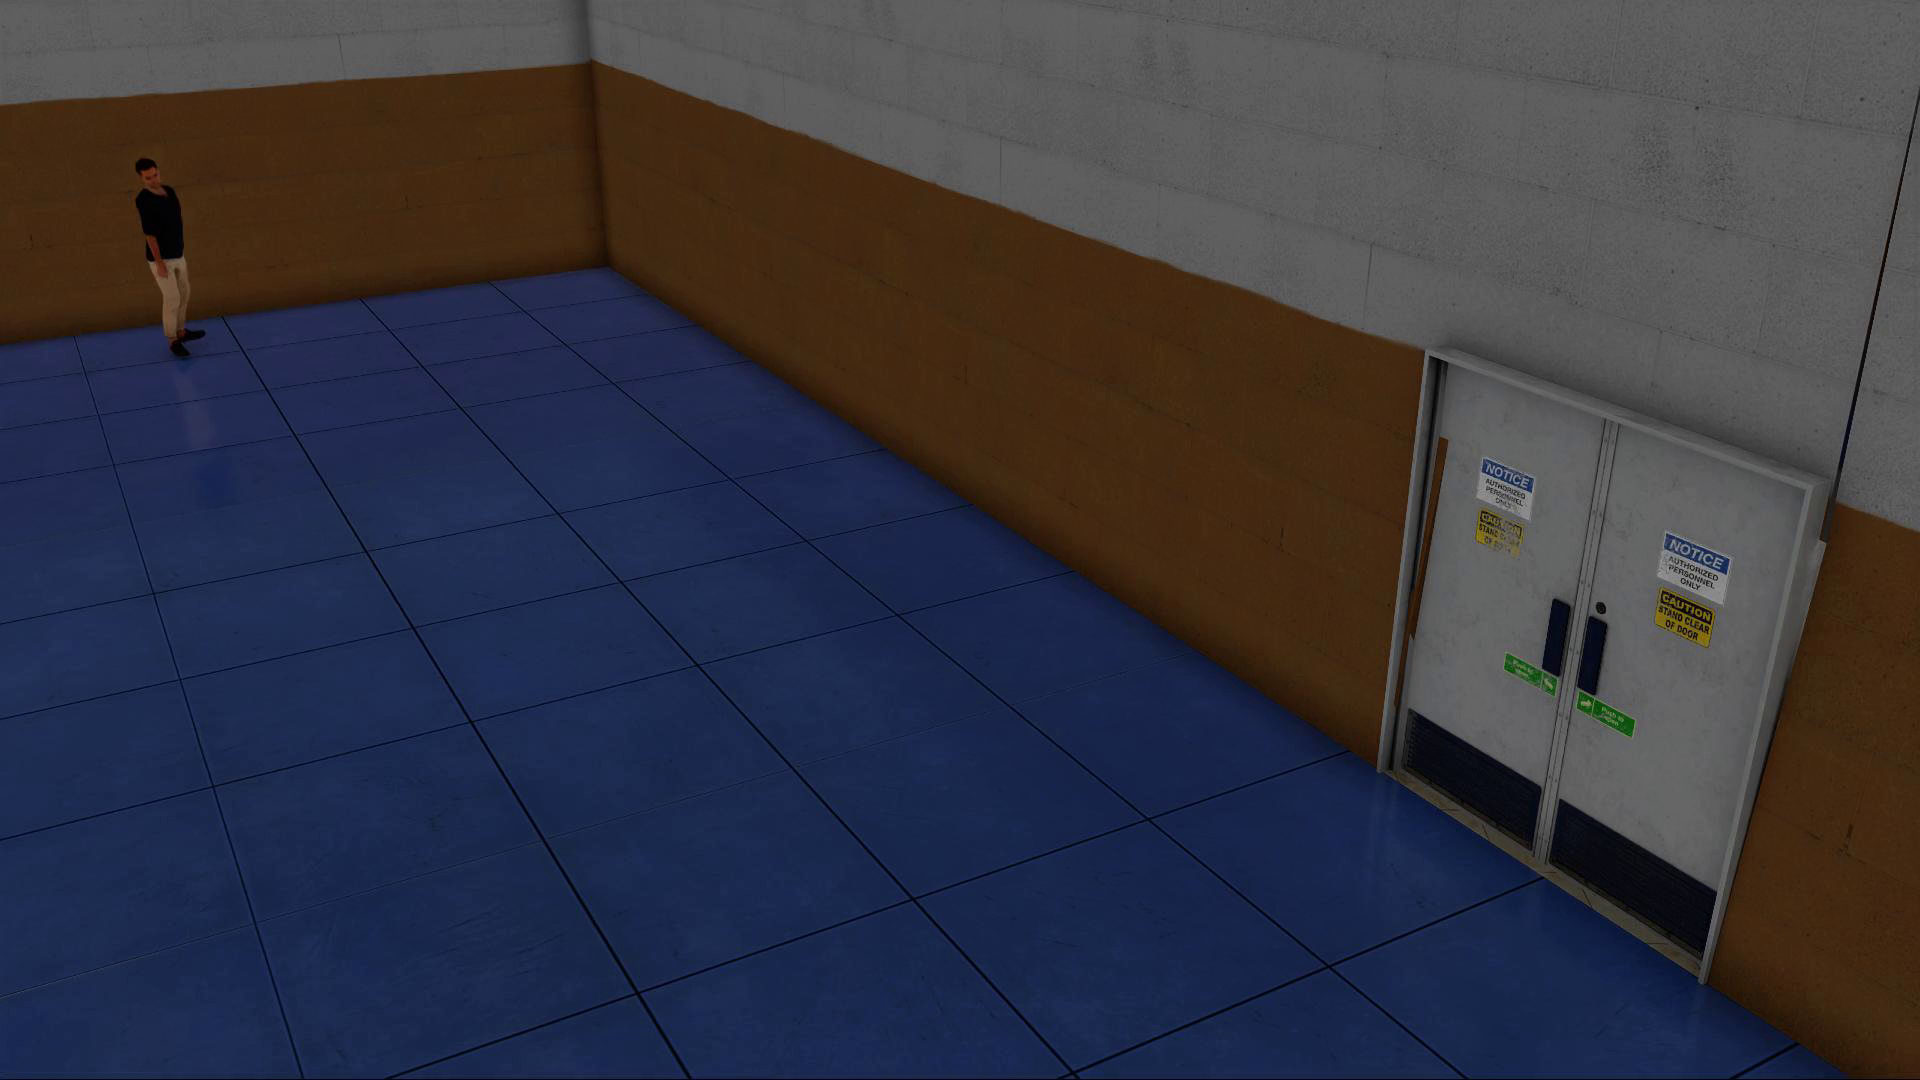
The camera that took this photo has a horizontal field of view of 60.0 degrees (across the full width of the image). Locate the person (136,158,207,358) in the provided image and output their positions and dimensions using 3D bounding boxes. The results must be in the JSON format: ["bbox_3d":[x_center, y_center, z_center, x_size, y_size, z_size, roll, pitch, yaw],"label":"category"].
[{"bbox_3d":[-7.183,-2.547,15.015,0.943,1.807,0.934,-2,24,-5],"label":"person"}]
